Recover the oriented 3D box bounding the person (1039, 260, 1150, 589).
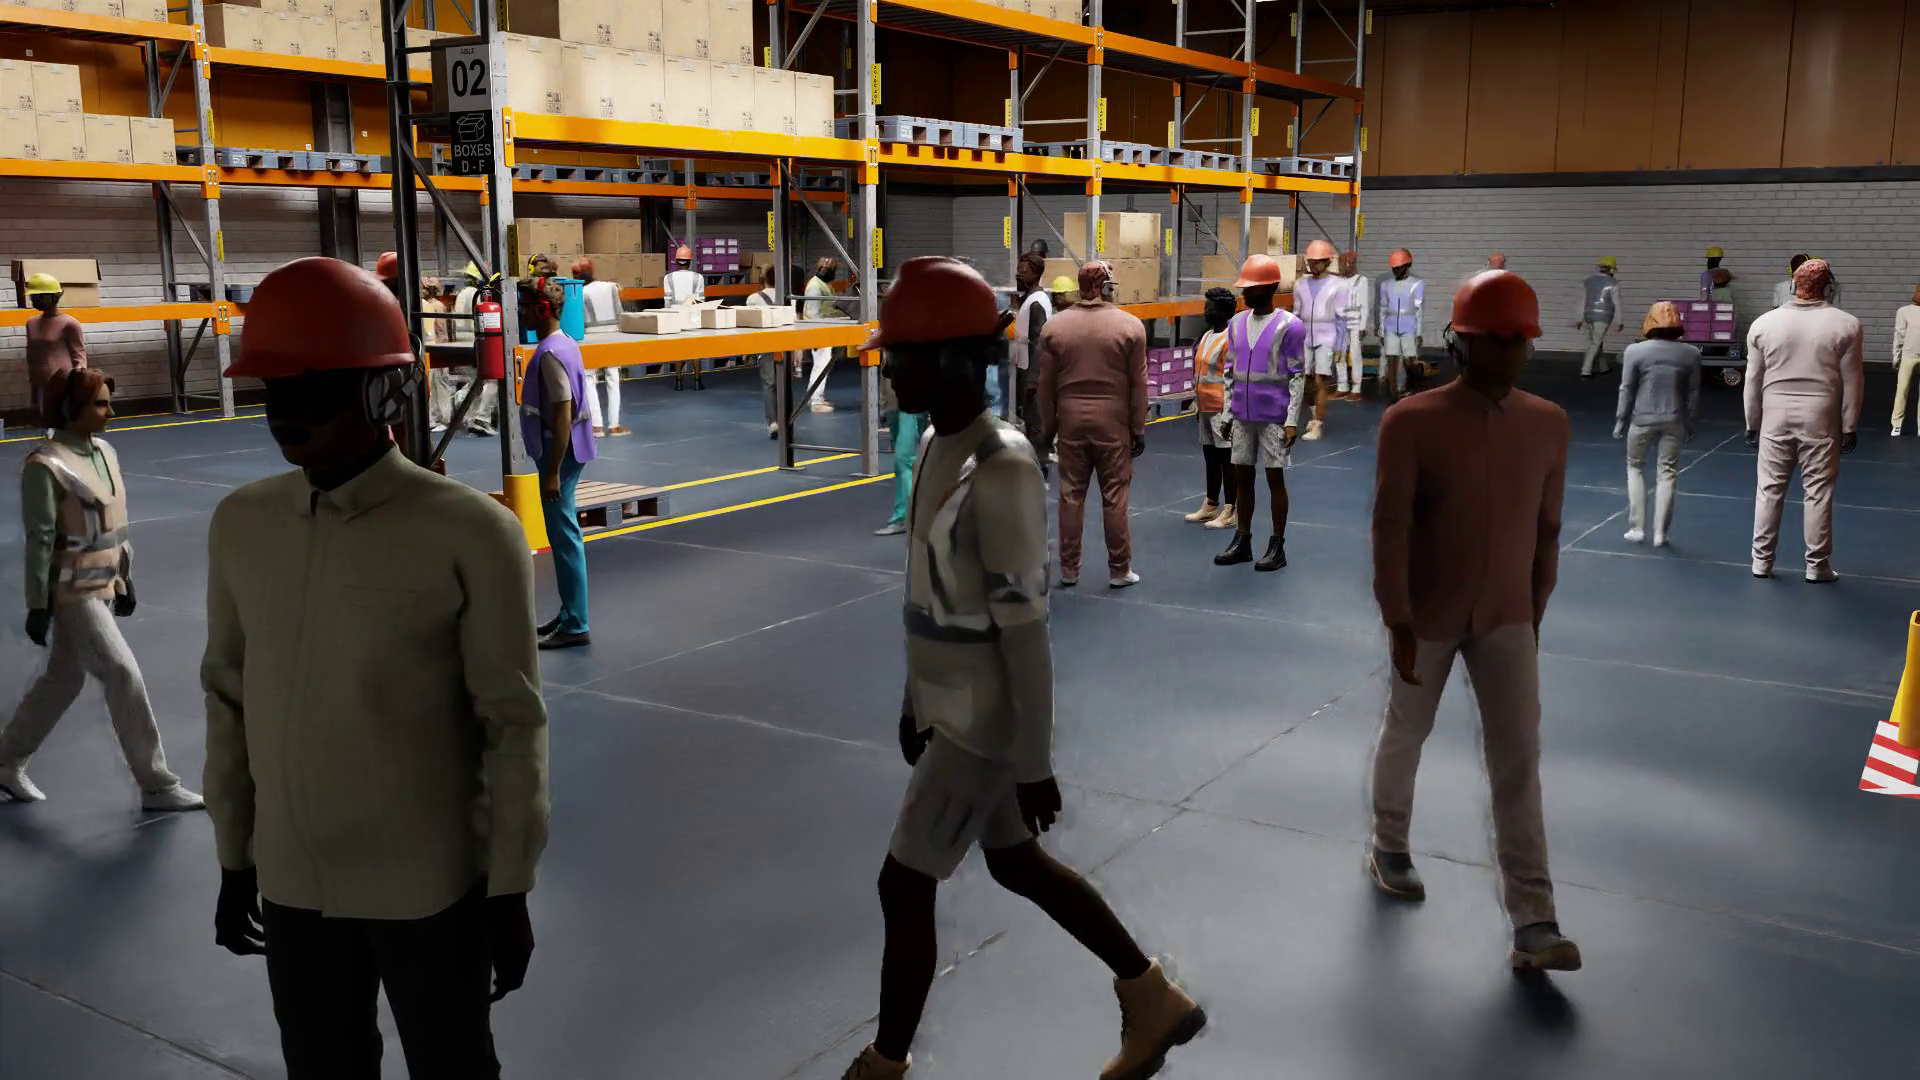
[{"bbox_3d":[0.787,-0.667,9.707,0.643,1.905,0.400,3,11,17],"label":"person"}]

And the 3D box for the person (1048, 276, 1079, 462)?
[{"bbox_3d":[0.957,-1.582,15.364,0.503,1.692,0.921,7,12,34],"label":"person"}]

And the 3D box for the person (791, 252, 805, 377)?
[{"bbox_3d":[-2.566,-3.379,24.492,0.613,1.991,0.391,-6,12,-30],"label":"person"}]

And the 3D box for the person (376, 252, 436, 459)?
[{"bbox_3d":[-4.254,-1.219,12.697,0.542,1.928,0.374,5,11,27],"label":"person"}]

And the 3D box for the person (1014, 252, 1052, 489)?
[{"bbox_3d":[0.596,-1.365,13.527,0.390,1.921,0.591,-1,10,-4],"label":"person"}]

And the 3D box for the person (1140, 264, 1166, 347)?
[{"bbox_3d":[3.348,-4.238,29.487,0.634,1.917,0.792,-1,10,-4],"label":"person"}]

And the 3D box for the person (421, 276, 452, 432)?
[{"bbox_3d":[-5.570,-1.961,17.609,0.309,1.641,0.512,-8,13,-39],"label":"person"}]

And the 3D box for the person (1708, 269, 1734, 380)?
[{"bbox_3d":[10.987,-3.106,24.053,0.440,1.608,0.510,1,10,3],"label":"person"}]

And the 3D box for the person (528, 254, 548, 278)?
[{"bbox_3d":[-4.702,-2.252,18.597,0.323,1.865,0.518,1,10,8],"label":"person"}]

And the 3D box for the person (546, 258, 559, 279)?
[{"bbox_3d":[-4.695,-2.263,18.776,0.441,1.821,0.724,-6,12,-31],"label":"person"}]

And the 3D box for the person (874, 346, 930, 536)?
[{"bbox_3d":[-0.310,-0.920,11.584,0.756,1.745,0.530,-8,13,-37],"label":"person"}]

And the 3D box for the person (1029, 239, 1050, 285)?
[{"bbox_3d":[1.186,-3.432,24.645,0.682,2.000,0.538,8,13,38],"label":"person"}]

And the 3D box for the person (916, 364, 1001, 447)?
[{"bbox_3d":[-0.011,-0.629,10.317,0.527,1.606,0.798,0,10,-1],"label":"person"}]

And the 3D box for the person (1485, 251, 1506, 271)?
[{"bbox_3d":[6.291,-2.451,19.628,0.658,1.893,0.458,2,10,12],"label":"person"}]

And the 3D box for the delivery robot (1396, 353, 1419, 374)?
[{"bbox_3d":[6.252,-2.517,23.434,0.477,0.478,0.707,4,11,21],"label":"delivery robot"}]

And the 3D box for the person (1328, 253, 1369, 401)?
[{"bbox_3d":[4.938,-2.670,20.958,0.341,1.872,0.612,-5,11,-26],"label":"person"}]

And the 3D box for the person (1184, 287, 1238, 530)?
[{"bbox_3d":[1.808,-0.924,11.706,0.318,1.697,0.535,-3,11,-18],"label":"person"}]

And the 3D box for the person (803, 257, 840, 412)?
[{"bbox_3d":[-1.681,-2.427,19.702,0.520,1.823,0.751,1,10,7],"label":"person"}]

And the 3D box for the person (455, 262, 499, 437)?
[{"bbox_3d":[-4.955,-1.960,17.136,0.443,1.804,0.609,-8,13,-37],"label":"person"}]

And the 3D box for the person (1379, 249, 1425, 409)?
[{"bbox_3d":[5.310,-2.526,19.978,0.557,1.913,0.593,6,12,29],"label":"person"}]

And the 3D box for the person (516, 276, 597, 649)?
[{"bbox_3d":[-1.998,-0.384,8.295,0.373,1.843,0.570,-2,10,-12],"label":"person"}]

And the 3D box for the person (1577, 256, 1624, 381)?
[{"bbox_3d":[9.308,-3.185,23.970,0.906,1.782,0.599,-5,11,-25],"label":"person"}]

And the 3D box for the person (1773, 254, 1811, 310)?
[{"bbox_3d":[9.432,-2.295,18.836,0.309,1.864,0.534,-6,12,-31],"label":"person"}]

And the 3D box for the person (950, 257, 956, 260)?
[{"bbox_3d":[-0.106,-2.189,18.349,0.538,1.838,0.865,4,11,23],"label":"person"}]

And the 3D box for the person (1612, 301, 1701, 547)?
[{"bbox_3d":[4.616,-0.770,11.056,0.540,1.627,0.368,1,10,8],"label":"person"}]

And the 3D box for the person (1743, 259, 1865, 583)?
[{"bbox_3d":[4.998,-0.700,9.877,0.639,1.910,0.407,8,13,37],"label":"person"}]

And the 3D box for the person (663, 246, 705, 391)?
[{"bbox_3d":[-3.703,-2.974,22.395,0.547,1.938,0.379,-1,10,-5],"label":"person"}]

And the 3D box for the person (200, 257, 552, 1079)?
[{"bbox_3d":[-0.983,0.540,2.764,0.622,1.994,0.381,3,11,16],"label":"person"}]

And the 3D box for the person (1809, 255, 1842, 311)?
[{"bbox_3d":[11.542,-2.924,22.462,0.666,1.810,0.512,3,11,16],"label":"person"}]

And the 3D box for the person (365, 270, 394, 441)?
[{"bbox_3d":[-5.060,-1.426,14.292,0.525,1.769,0.308,0,10,0],"label":"person"}]

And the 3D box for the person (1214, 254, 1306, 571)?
[{"bbox_3d":[1.830,-0.773,10.207,0.551,1.933,0.369,10,14,43],"label":"person"}]

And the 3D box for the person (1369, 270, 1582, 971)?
[{"bbox_3d":[1.469,0.209,4.770,0.614,1.934,1.065,-1,10,-6],"label":"person"}]

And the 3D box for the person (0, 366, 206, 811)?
[{"bbox_3d":[-3.143,0.180,5.874,0.848,1.596,0.522,-1,10,-4],"label":"person"}]

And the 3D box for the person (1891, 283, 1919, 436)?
[{"bbox_3d":[9.870,-1.862,17.108,0.500,1.629,0.271,5,11,24],"label":"person"}]

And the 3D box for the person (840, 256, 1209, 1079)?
[{"bbox_3d":[0.108,0.366,3.764,0.999,2.002,0.621,-2,10,-10],"label":"person"}]

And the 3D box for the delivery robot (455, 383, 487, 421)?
[{"bbox_3d":[-5.246,-1.540,18.020,0.477,0.478,0.707,-1,10,-7],"label":"delivery robot"}]

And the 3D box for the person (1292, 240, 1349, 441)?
[{"bbox_3d":[3.625,-2.008,16.814,0.606,2.028,0.501,8,13,37],"label":"person"}]

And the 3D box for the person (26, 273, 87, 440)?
[{"bbox_3d":[-7.044,-1.187,12.967,0.526,1.768,0.331,3,11,17],"label":"person"}]

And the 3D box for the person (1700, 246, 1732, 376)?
[{"bbox_3d":[11.261,-3.426,24.931,0.588,1.927,0.369,-5,12,-27],"label":"person"}]

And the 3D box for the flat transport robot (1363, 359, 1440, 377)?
[{"bbox_3d":[6.341,-2.575,24.798,1.431,0.197,0.652,7,13,36],"label":"flat transport robot"}]

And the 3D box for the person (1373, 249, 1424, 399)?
[{"bbox_3d":[5.563,-2.740,21.173,0.627,1.916,0.877,4,11,19],"label":"person"}]

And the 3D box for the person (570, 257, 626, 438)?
[{"bbox_3d":[-3.695,-1.967,17.082,0.667,1.852,0.346,-9,14,-42],"label":"person"}]

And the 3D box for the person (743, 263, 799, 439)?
[{"bbox_3d":[-1.936,-1.948,17.135,0.532,1.802,0.960,-3,11,-17],"label":"person"}]
